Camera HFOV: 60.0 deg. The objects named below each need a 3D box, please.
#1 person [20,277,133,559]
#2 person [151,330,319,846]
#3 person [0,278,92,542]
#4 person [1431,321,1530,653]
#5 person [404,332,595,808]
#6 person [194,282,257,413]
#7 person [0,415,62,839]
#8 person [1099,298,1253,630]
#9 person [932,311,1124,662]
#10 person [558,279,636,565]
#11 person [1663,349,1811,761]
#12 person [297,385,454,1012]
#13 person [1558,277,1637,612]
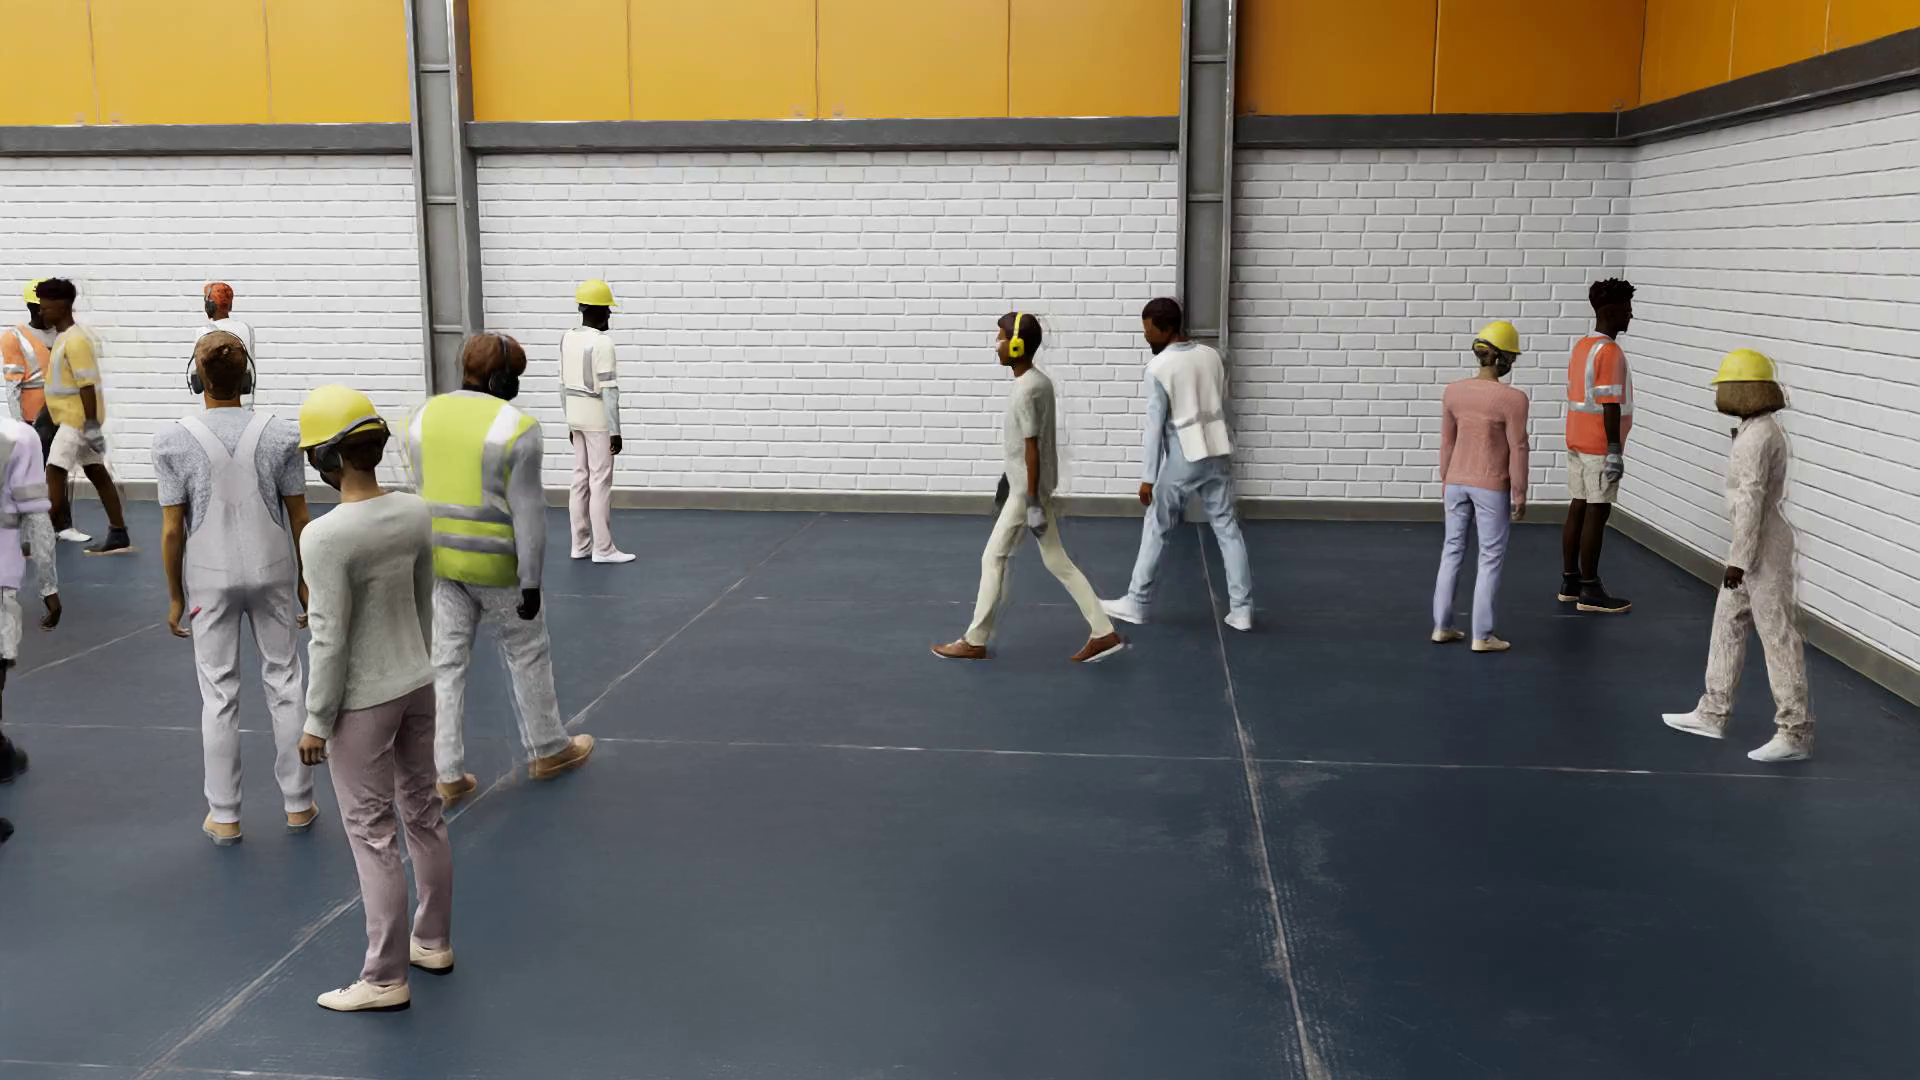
[{"bbox_3d":[-6.199,-0.812,11.378,0.912,1.920,0.614,-5,11,-28],"label":"person"},{"bbox_3d":[-2.585,0.175,5.971,0.506,1.846,0.346,-5,11,-28],"label":"person"},{"bbox_3d":[-6.539,-0.907,11.937,0.385,1.922,0.594,3,10,17],"label":"person"},{"bbox_3d":[2.778,-0.277,8.822,0.342,1.756,0.534,-7,12,-37],"label":"person"},{"bbox_3d":[-1.808,0.100,6.520,0.618,1.803,0.831,3,10,17],"label":"person"},{"bbox_3d":[-5.567,-1.008,12.637,0.356,1.883,0.574,3,10,16],"label":"person"},{"bbox_3d":[-3.702,0.142,6.212,0.569,1.848,1.148,-3,10,-15],"label":"person"},{"bbox_3d":[1.263,-0.421,9.357,0.651,1.850,0.842,-8,13,-38],"label":"person"},{"bbox_3d":[0.380,-0.252,8.513,0.987,1.825,0.537,3,10,16],"label":"person"},{"bbox_3d":[-2.477,-0.799,11.313,0.376,1.925,0.594,-10,14,-44],"label":"person"},{"bbox_3d":[3.346,0.060,7.026,0.591,1.710,0.497,4,11,23],"label":"person"},{"bbox_3d":[-1.664,0.445,4.672,0.327,1.760,0.523,3,10,16],"label":"person"},{"bbox_3d":[3.788,-0.565,9.859,0.368,1.966,0.603,0,10,0],"label":"person"}]
